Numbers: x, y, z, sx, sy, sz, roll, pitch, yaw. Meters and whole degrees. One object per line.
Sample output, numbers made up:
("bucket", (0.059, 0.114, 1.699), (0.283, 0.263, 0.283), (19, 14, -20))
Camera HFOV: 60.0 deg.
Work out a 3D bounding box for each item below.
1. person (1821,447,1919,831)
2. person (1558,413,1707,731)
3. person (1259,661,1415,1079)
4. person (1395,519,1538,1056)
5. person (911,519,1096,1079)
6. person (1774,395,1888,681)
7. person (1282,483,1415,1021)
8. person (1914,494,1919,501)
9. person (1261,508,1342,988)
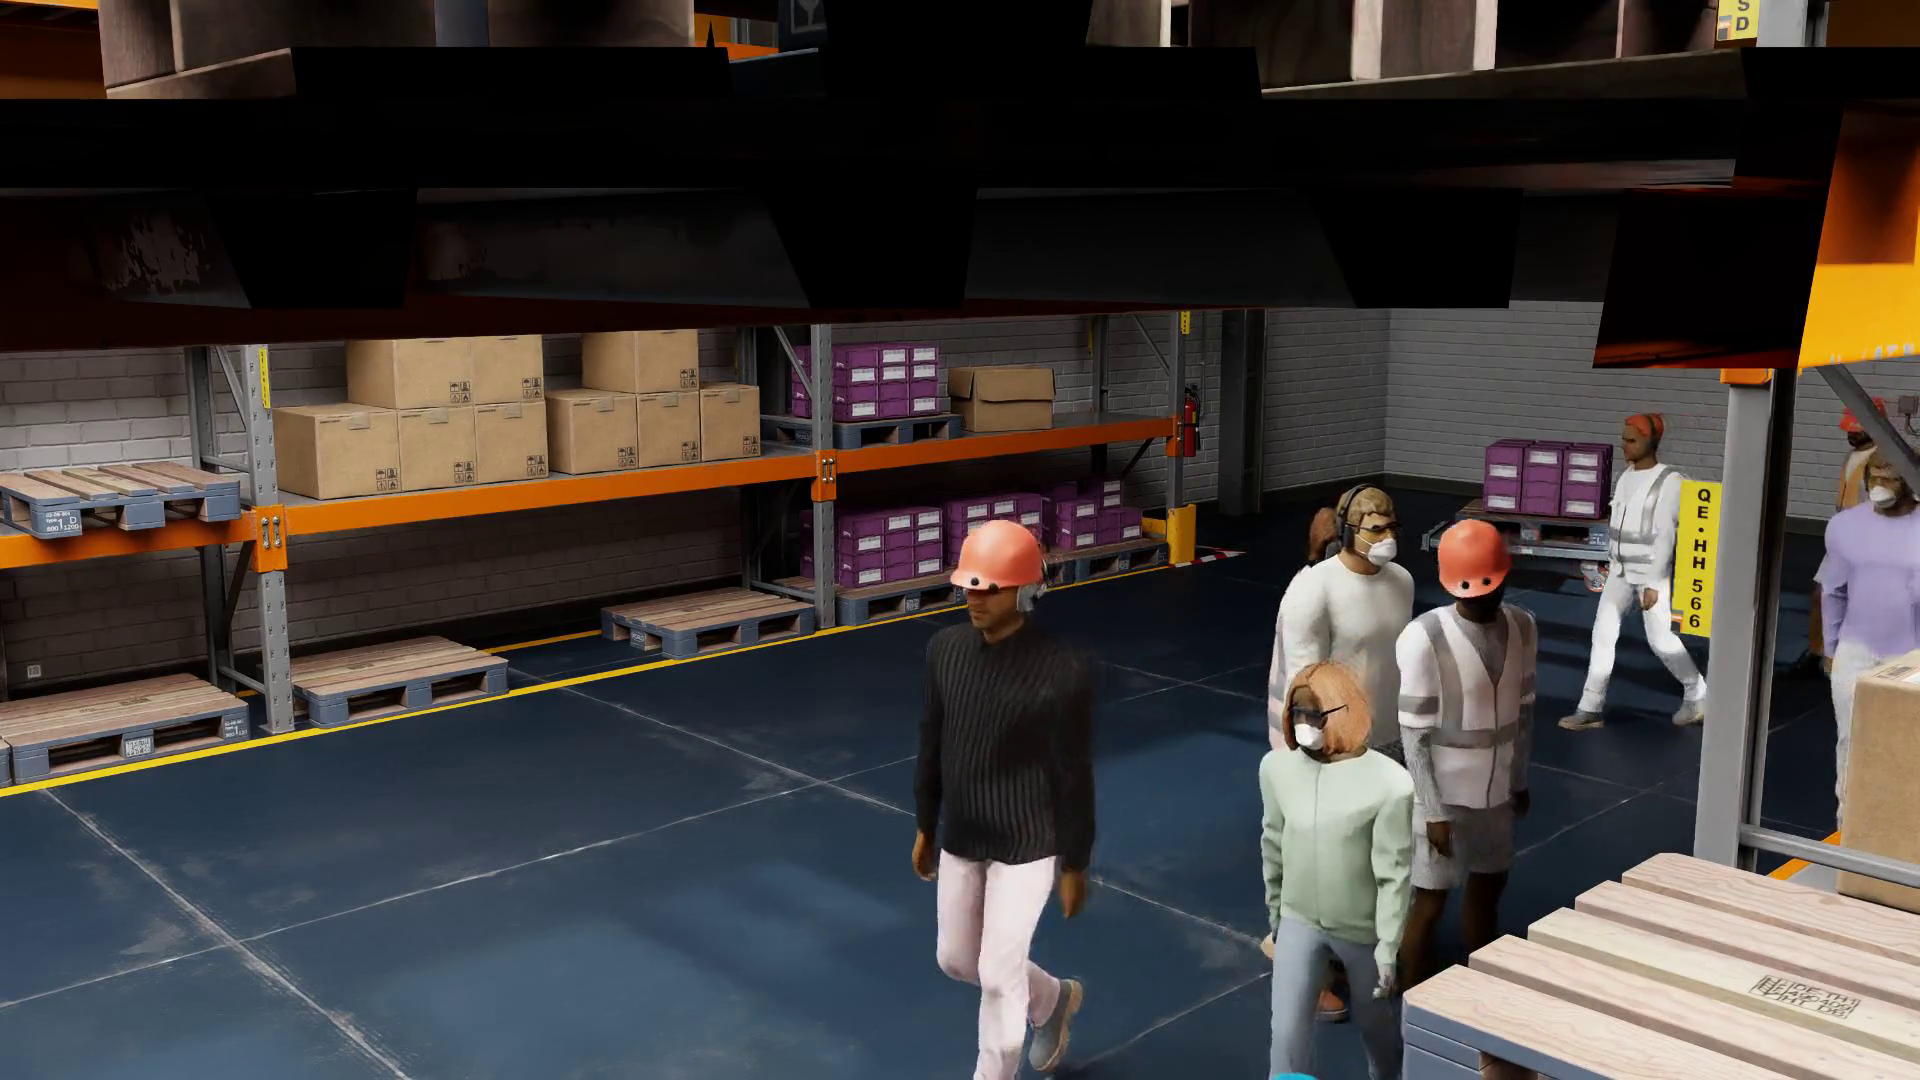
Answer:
("person", (4.287, 0.494, 7.628), (0.817, 1.914, 0.642), (-8, 13, -41))
("person", (3.964, 0.187, 9.591), (0.919, 1.858, 0.573), (-3, 10, -18))
("person", (1.117, 1.119, 4.908), (0.505, 1.588, 0.862), (6, 12, 33))
("person", (1.803, 0.844, 5.675), (0.754, 1.895, 0.417), (-5, 11, -25))
("person", (0.156, 0.894, 5.102), (0.628, 1.977, 0.753), (9, 13, 41))
("person", (5.795, 0.016, 10.540), (0.935, 1.895, 0.534), (0, 10, 0))
("person", (1.415, 0.751, 6.043), (0.635, 1.937, 0.352), (-8, 12, -38))
("person", (5.692, 0.210, 9.530), (0.988, 1.837, 0.585), (-4, 11, -23))
("person", (1.370, 0.775, 6.233), (0.434, 1.828, 0.646), (2, 10, 11))
